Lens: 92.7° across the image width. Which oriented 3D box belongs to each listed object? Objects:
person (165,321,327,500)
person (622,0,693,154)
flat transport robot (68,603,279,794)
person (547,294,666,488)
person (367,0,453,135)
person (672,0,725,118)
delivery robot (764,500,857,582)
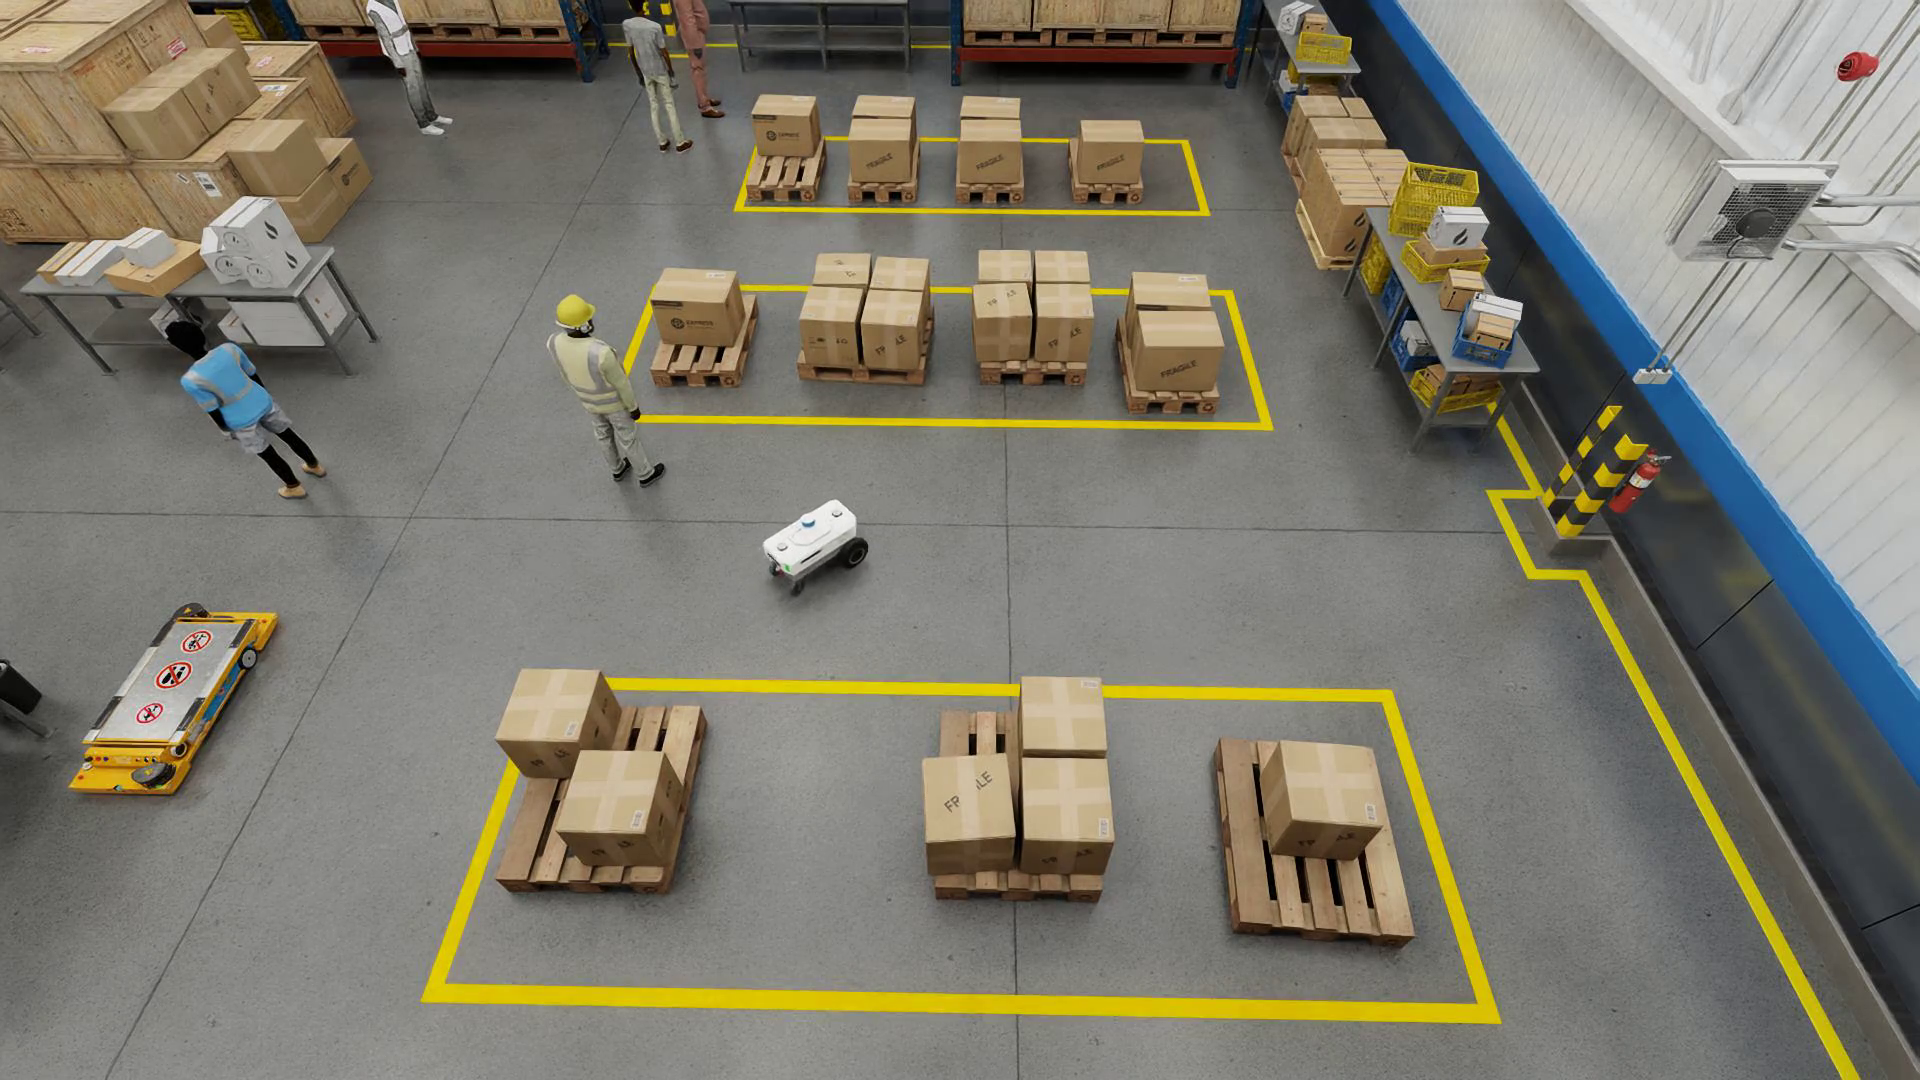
[{"bbox_3d":[-5.664,-1.015,7.279,0.321,1.697,0.529,12,51,10],"label":"person"},{"bbox_3d":[-3.679,-5.639,11.081,0.516,1.872,0.327,7,50,6],"label":"person"},{"bbox_3d":[-5.504,1.072,6.442,0.652,0.197,1.431,1,50,1],"label":"flat transport robot"},{"bbox_3d":[-2.824,-1.152,7.308,0.591,1.833,0.403,16,52,13],"label":"person"},{"bbox_3d":[-6.943,-6.063,11.417,0.389,1.911,0.591,-1,50,-1],"label":"person"},{"bbox_3d":[-3.382,-6.462,11.756,0.400,1.905,0.643,-11,51,-9],"label":"person"},{"bbox_3d":[-1.154,-0.010,7.110,0.707,0.478,0.477,-34,58,-26],"label":"delivery robot"}]
